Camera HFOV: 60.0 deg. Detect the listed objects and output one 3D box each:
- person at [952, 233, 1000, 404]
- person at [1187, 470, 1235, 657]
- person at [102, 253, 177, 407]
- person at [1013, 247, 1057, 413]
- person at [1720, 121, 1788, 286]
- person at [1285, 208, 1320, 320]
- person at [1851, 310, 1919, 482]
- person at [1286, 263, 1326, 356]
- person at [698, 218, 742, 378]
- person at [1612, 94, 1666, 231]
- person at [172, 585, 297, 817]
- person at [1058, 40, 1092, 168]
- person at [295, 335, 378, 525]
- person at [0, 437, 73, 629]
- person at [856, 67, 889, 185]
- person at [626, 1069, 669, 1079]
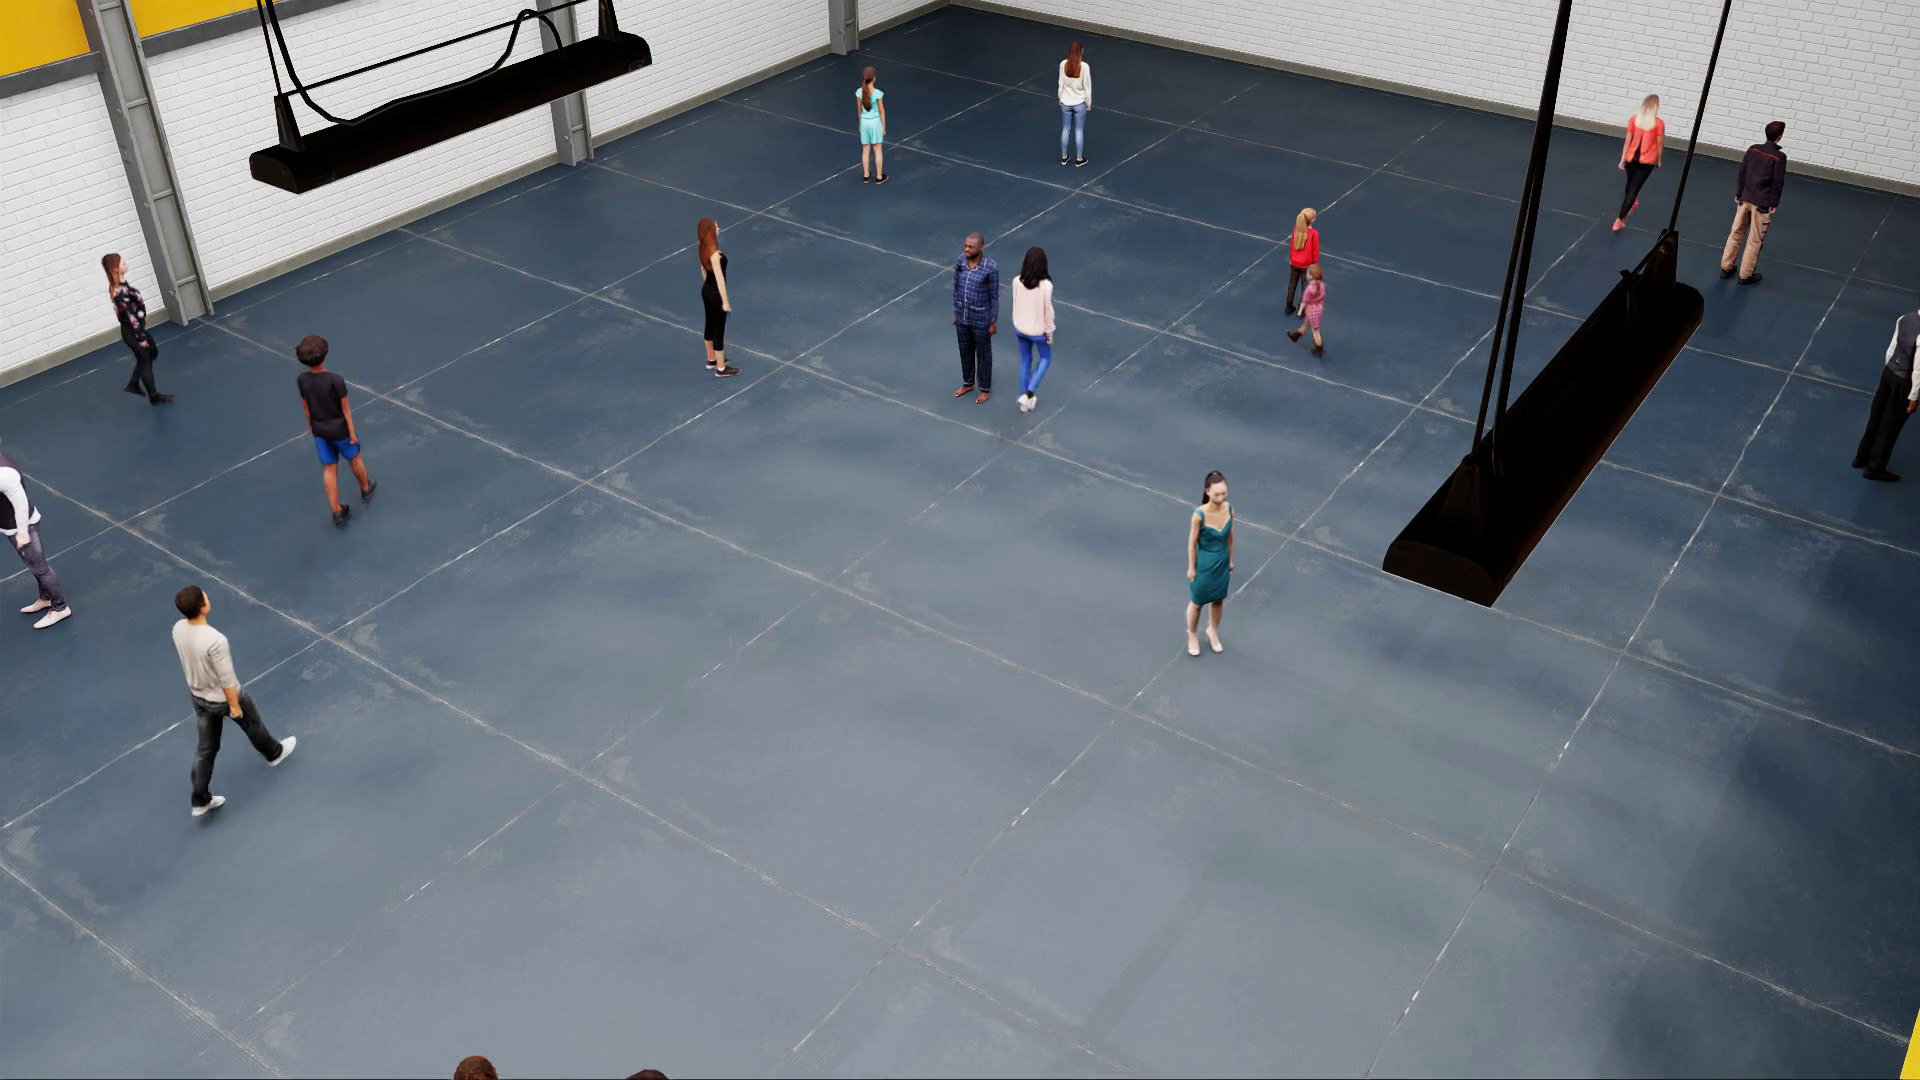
[{"bbox_3d":[0.157,-2.271,16.882,0.665,1.824,0.578,20,38,27],"label":"person"},{"bbox_3d":[1.996,0.194,13.296,0.574,1.688,0.674,-12,35,-17],"label":"person"},{"bbox_3d":[-8.395,-2.096,16.749,0.788,1.679,0.726,-18,38,-25],"label":"person"},{"bbox_3d":[0.679,-2.043,16.608,0.695,1.748,0.703,19,38,26],"label":"person"},{"bbox_3d":[9.224,-3.918,19.269,0.731,1.925,0.768,-21,39,-29],"label":"person"},{"bbox_3d":[3.839,-3.113,18.639,0.509,1.281,0.499,25,41,33],"label":"person"},{"bbox_3d":[8.830,-1.476,15.601,0.842,1.918,0.742,-1,34,-2],"label":"person"},{"bbox_3d":[3.833,-2.464,17.919,0.735,0.998,0.615,-24,41,-32],"label":"person"},{"bbox_3d":[-2.576,-2.552,17.392,0.641,1.726,0.644,-18,38,-25],"label":"person"},{"bbox_3d":[8.379,-4.635,20.595,0.730,1.650,1.188,29,43,36],"label":"person"},{"bbox_3d":[-5.337,1.160,11.772,0.856,1.766,1.259,13,36,18],"label":"person"},{"bbox_3d":[1.547,-5.903,22.465,0.657,1.692,0.594,15,36,21],"label":"person"},{"bbox_3d":[-5.689,-0.966,14.969,0.957,1.767,1.102,1,34,2],"label":"person"},{"bbox_3d":[-7.727,-0.121,13.649,0.680,1.823,0.744,-26,41,-33],"label":"person"},{"bbox_3d":[-1.170,-5.482,21.952,0.612,1.558,0.630,10,35,15],"label":"person"},{"bbox_3d":[-1.479,3.324,8.436,0.761,1.855,0.714,-7,34,-11],"label":"person"}]
